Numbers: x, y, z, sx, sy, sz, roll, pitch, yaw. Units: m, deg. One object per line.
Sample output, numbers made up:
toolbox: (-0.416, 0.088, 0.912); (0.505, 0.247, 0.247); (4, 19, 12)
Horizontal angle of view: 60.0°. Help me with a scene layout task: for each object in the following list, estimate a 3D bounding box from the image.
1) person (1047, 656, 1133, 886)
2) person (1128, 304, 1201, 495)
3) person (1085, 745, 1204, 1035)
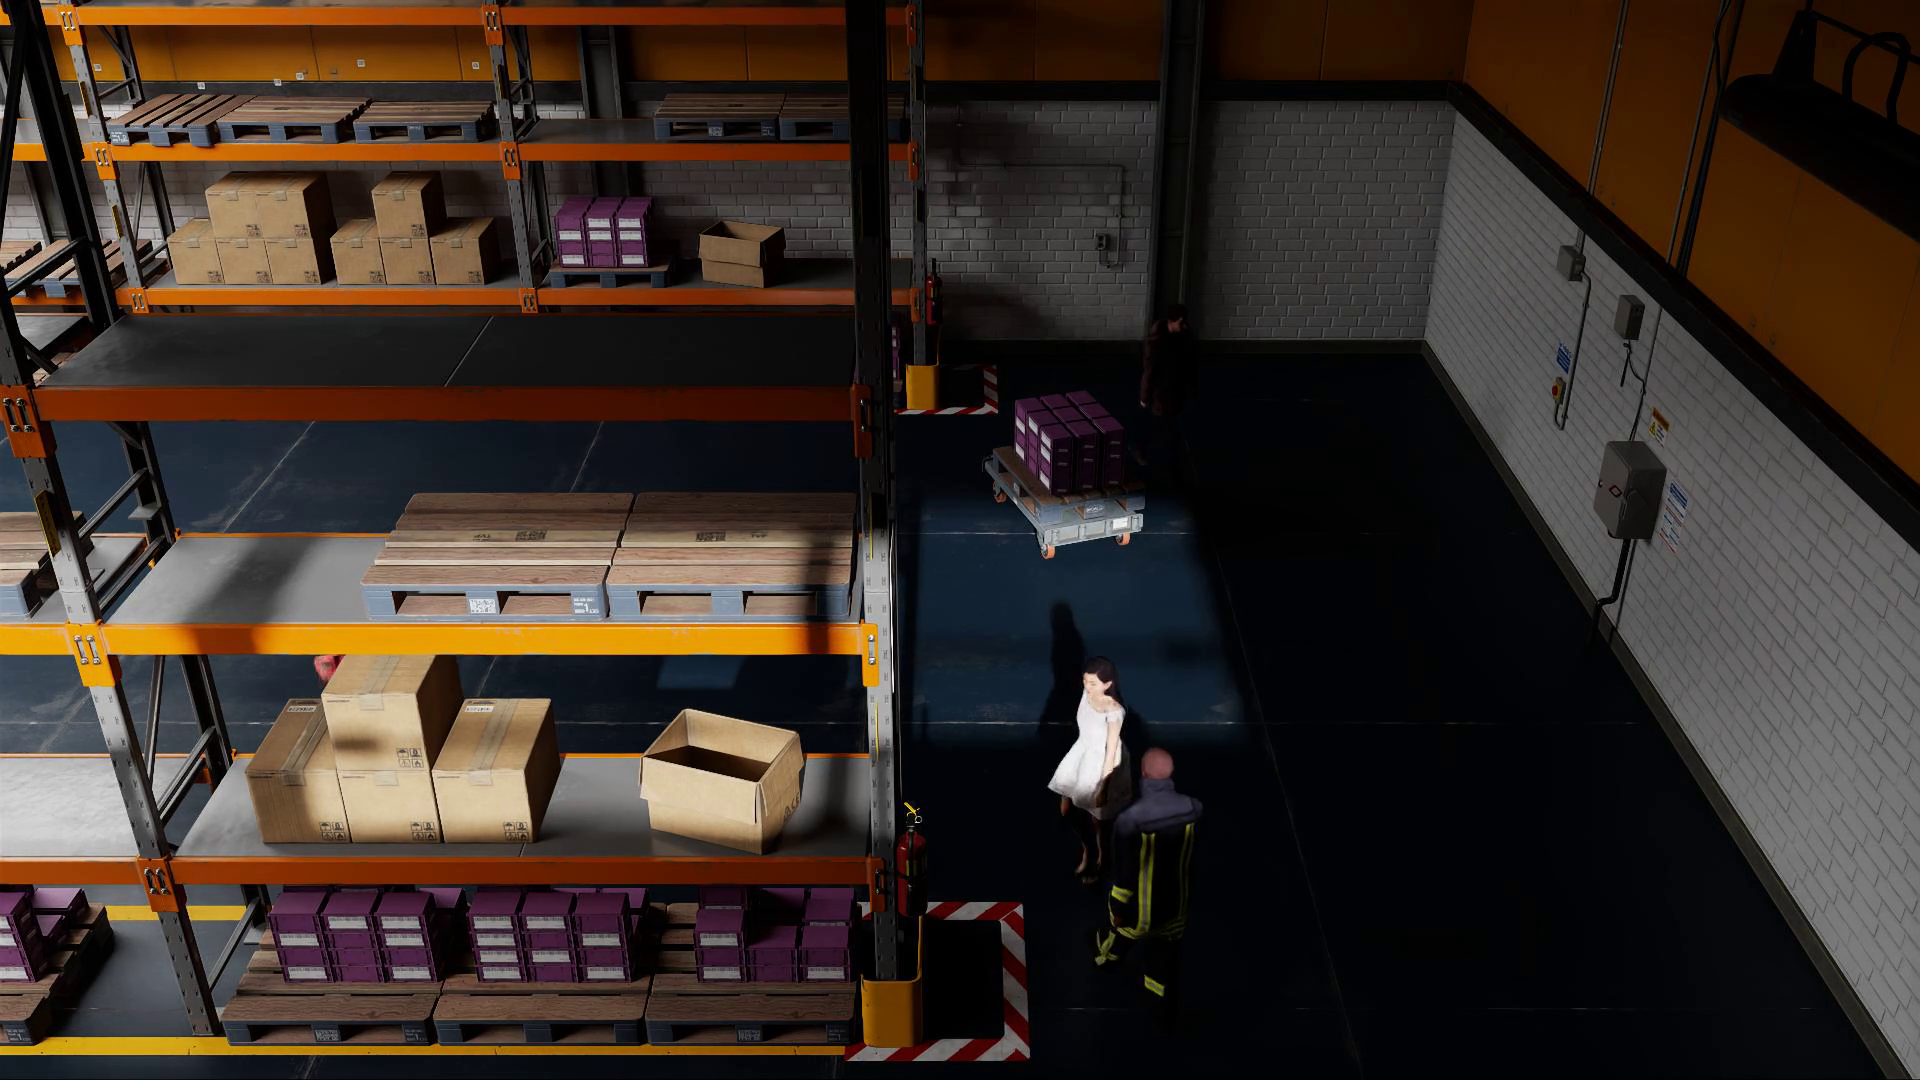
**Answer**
person: (0.945, 1.459, 10.501); (0.864, 1.758, 0.798); (-14, 32, -24)
person: (1.893, -1.380, 15.662); (1.283, 1.798, 1.300); (-22, 36, -35)
person: (1.130, 2.025, 9.437); (1.147, 1.783, 1.058); (-10, 30, -18)
